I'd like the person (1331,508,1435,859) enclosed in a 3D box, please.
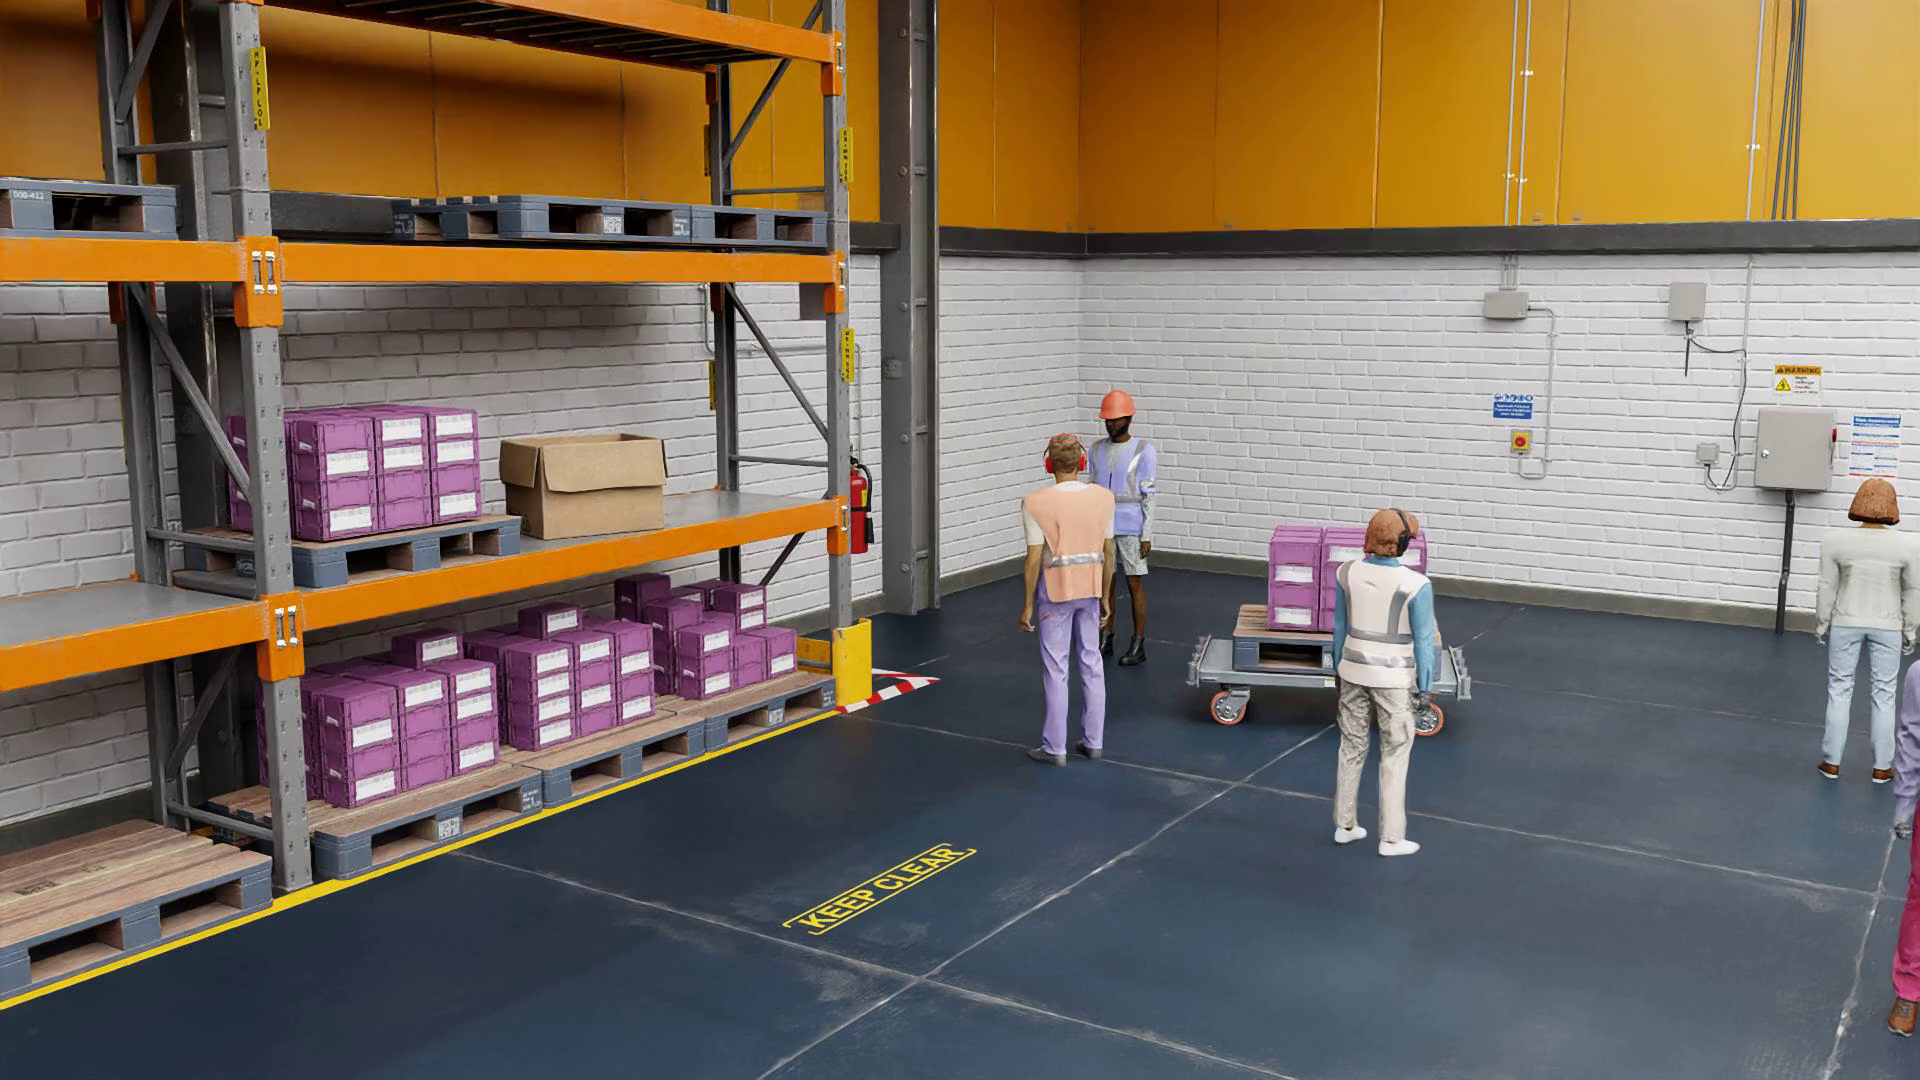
[{"bbox_3d":[1.954,0.663,7.741,0.314,1.631,0.531,-9,12,-44],"label":"person"}]

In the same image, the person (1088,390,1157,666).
[{"bbox_3d":[1.105,-0.083,11.635,0.544,1.931,0.383,7,11,37],"label":"person"}]

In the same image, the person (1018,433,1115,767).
[{"bbox_3d":[0.596,0.336,9.175,0.564,1.842,0.392,-4,10,-25],"label":"person"}]

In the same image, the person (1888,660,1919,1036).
[{"bbox_3d":[3.543,0.958,5.812,0.502,1.631,0.285,4,9,23],"label":"person"}]

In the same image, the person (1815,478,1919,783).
[{"bbox_3d":[4.844,0.483,8.896,0.500,1.633,0.285,4,10,27],"label":"person"}]
